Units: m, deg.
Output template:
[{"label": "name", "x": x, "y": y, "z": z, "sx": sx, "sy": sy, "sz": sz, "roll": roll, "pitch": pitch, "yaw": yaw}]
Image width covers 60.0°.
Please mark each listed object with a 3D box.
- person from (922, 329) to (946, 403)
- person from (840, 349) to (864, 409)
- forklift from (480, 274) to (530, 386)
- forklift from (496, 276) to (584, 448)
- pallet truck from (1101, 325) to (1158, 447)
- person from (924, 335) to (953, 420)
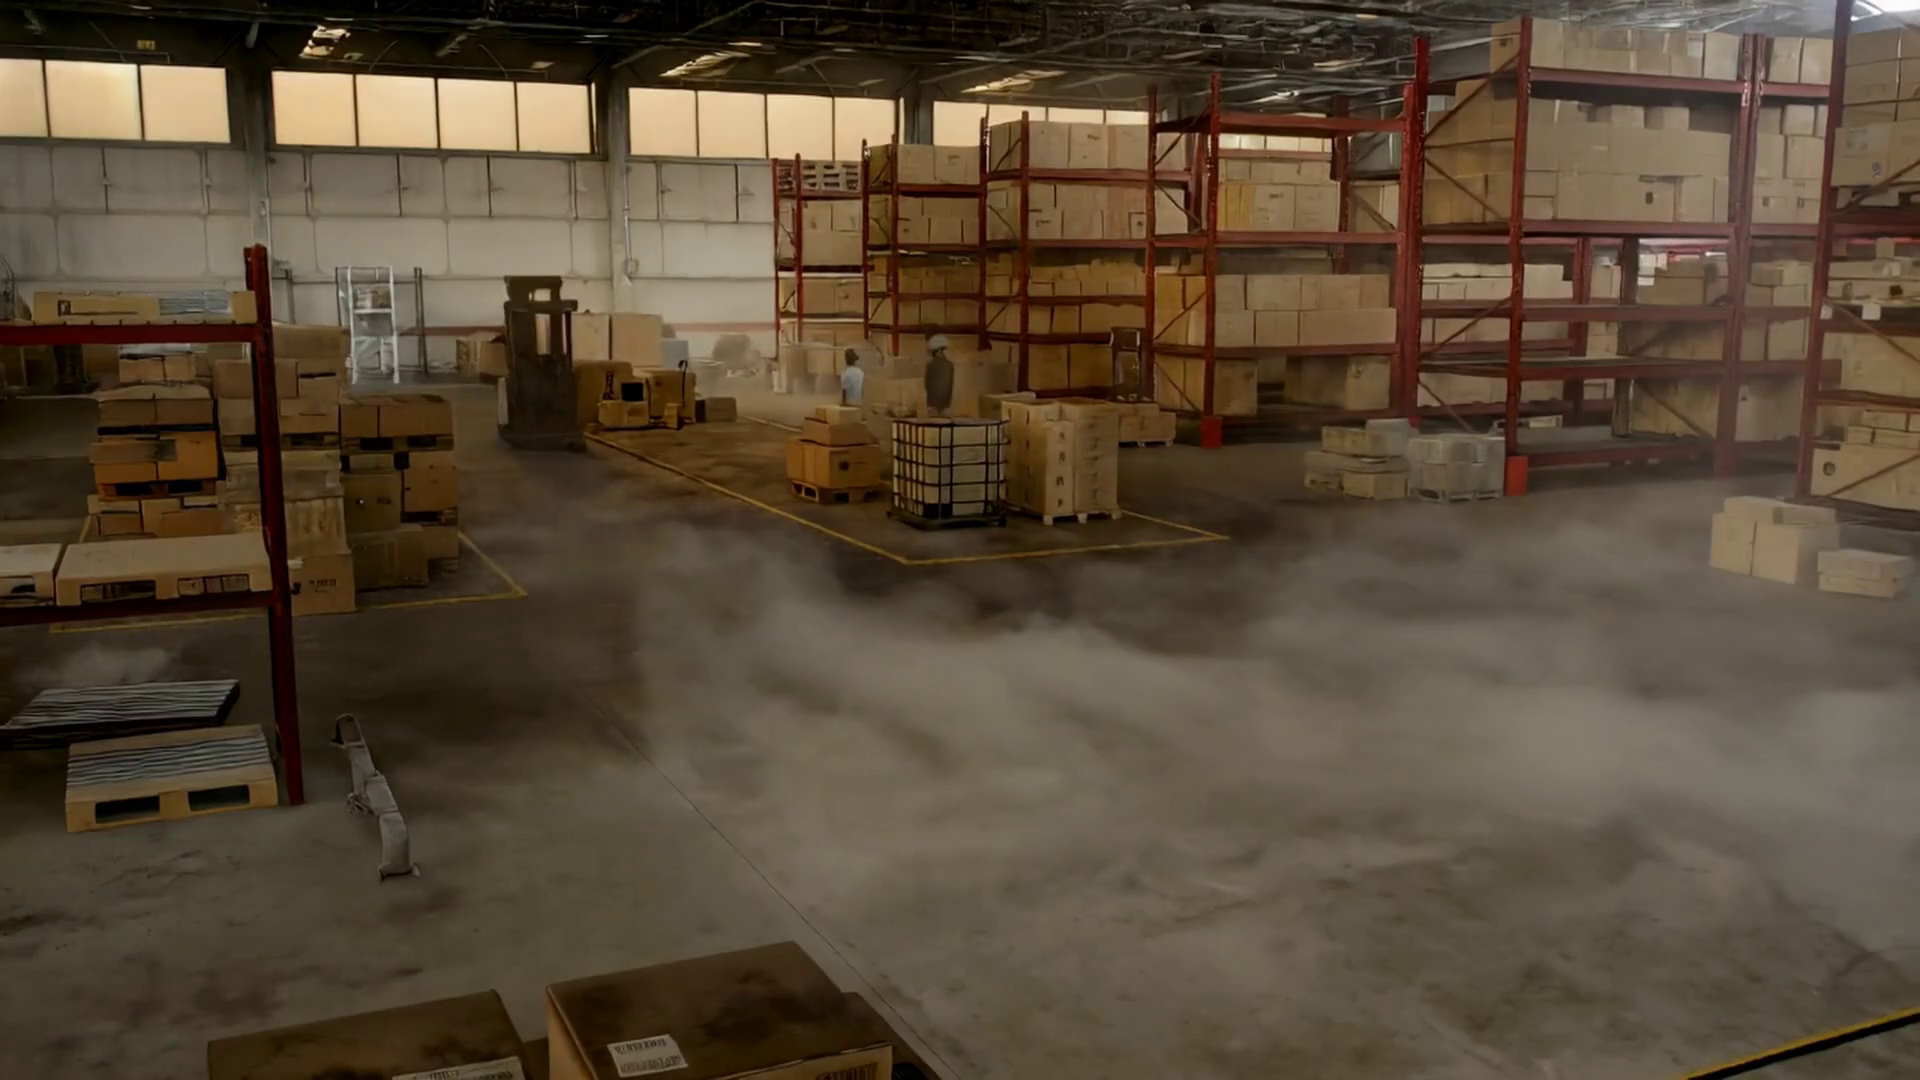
[{"label": "person", "x": -0.531, "y": -3.003, "z": 30.988, "sx": 0.550, "sy": 1.822, "sz": 0.654, "roll": -4, "pitch": 10, "yaw": -21}, {"label": "person", "x": -1.741, "y": -2.158, "z": 26.152, "sx": 0.411, "sy": 1.683, "sz": 0.560, "roll": 5, "pitch": 11, "yaw": 30}, {"label": "forklift", "x": -11.254, "y": -5.376, "z": 42.441, "sx": 1.873, "sy": 2.768, "sz": 1.129, "roll": -4, "pitch": 10, "yaw": -25}, {"label": "forklift", "x": -7.126, "y": -3.031, "z": 27.889, "sx": 1.129, "sy": 2.768, "sz": 1.873, "roll": -4, "pitch": 10, "yaw": -25}, {"label": "pallet truck", "x": 2.881, "y": -2.596, "z": 27.923, "sx": 0.823, "sy": 1.965, "sz": 1.885, "roll": -1, "pitch": 9, "yaw": -7}, {"label": "person", "x": -0.271, "y": -1.980, "z": 24.160, "sx": 0.591, "sy": 1.976, "sz": 0.620, "roll": 7, "pitch": 12, "yaw": 37}]
